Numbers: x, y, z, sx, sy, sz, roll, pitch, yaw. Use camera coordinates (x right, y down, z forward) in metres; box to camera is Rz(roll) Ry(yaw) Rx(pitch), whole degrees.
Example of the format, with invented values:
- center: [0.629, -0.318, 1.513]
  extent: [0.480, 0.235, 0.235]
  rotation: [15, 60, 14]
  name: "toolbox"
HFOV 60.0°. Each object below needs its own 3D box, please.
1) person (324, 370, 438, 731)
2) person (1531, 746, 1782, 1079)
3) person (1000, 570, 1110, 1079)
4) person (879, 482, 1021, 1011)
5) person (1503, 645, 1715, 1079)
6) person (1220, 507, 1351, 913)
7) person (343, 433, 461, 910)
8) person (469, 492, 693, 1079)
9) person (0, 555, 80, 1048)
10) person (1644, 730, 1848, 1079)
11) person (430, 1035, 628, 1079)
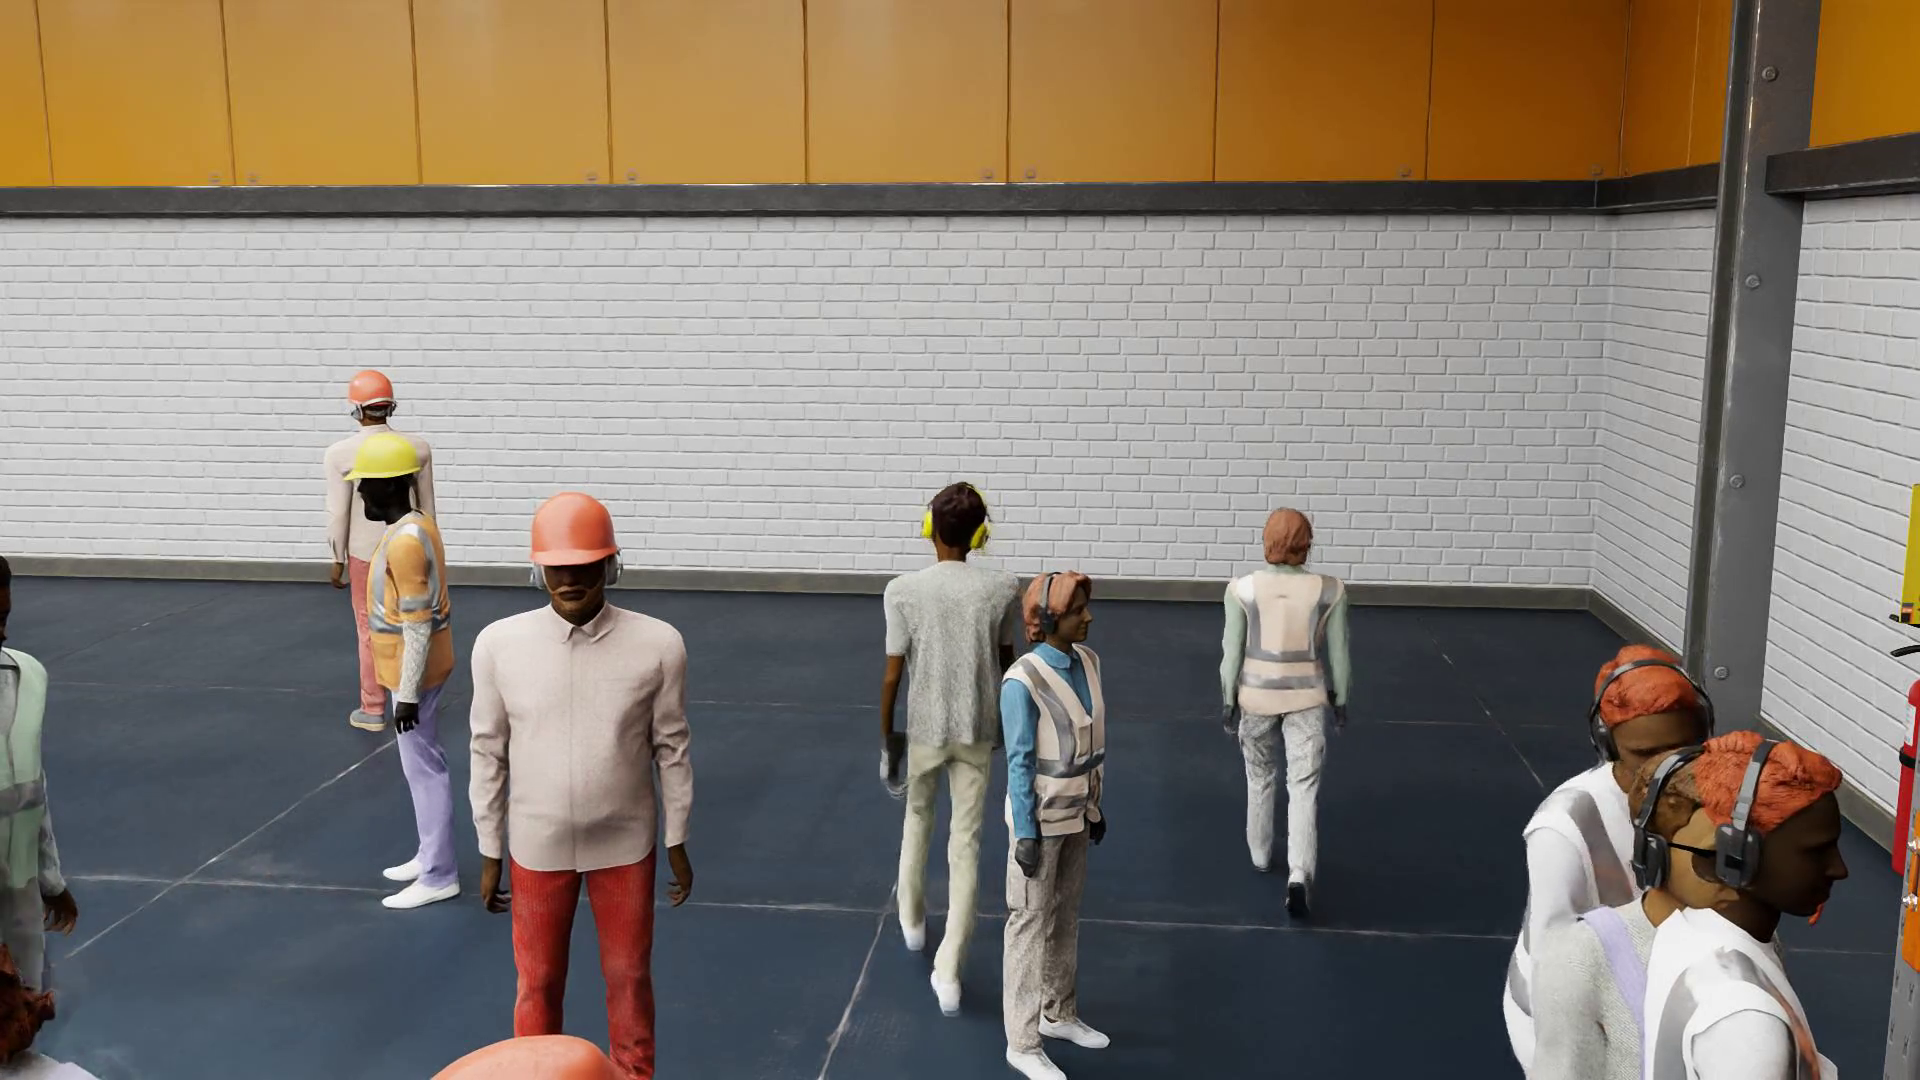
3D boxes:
- center: [-3.195, 0.056, 9.213]
  extent: [0.611, 1.997, 0.375]
  rotation: [-9, 13, -41]
  name: "person"
- center: [1.186, 1.244, 2.848]
  extent: [0.506, 1.847, 0.343]
  rotation: [-4, 11, -23]
  name: "person"
- center: [0.303, 0.906, 5.362]
  extent: [0.307, 1.645, 0.514]
  rotation: [6, 12, 31]
  name: "person"
- center: [-0.046, 0.694, 6.053]
  extent: [0.503, 1.823, 0.897]
  rotation: [-1, 10, -4]
  name: "person"
- center: [1.408, 1.109, 3.610]
  extent: [0.616, 1.840, 0.665]
  rotation: [-8, 13, -38]
  name: "person"
- center: [1.328, 0.674, 6.799]
  extent: [0.529, 1.610, 0.799]
  rotation: [2, 10, 9]
  name: "person"
- center: [-2.245, 0.526, 6.728]
  extent: [0.382, 1.924, 0.594]
  rotation: [-3, 10, -16]
  name: "person"
- center: [-1.056, 0.849, 4.676]
  extent: [0.610, 1.996, 0.386]
  rotation: [-2, 10, -11]
  name: "person"
- center: [-2.573, 0.949, 4.347]
  extent: [0.395, 1.913, 0.587]
  rotation: [2, 10, 9]
  name: "person"
- center: [1.254, 1.239, 2.770]
  extent: [0.350, 1.882, 0.583]
  rotation: [2, 10, 10]
  name: "person"
- center: [-0.398, 1.406, 1.654]
  extent: [0.354, 1.939, 0.544]
  rotation: [-2, 10, -10]
  name: "person"
